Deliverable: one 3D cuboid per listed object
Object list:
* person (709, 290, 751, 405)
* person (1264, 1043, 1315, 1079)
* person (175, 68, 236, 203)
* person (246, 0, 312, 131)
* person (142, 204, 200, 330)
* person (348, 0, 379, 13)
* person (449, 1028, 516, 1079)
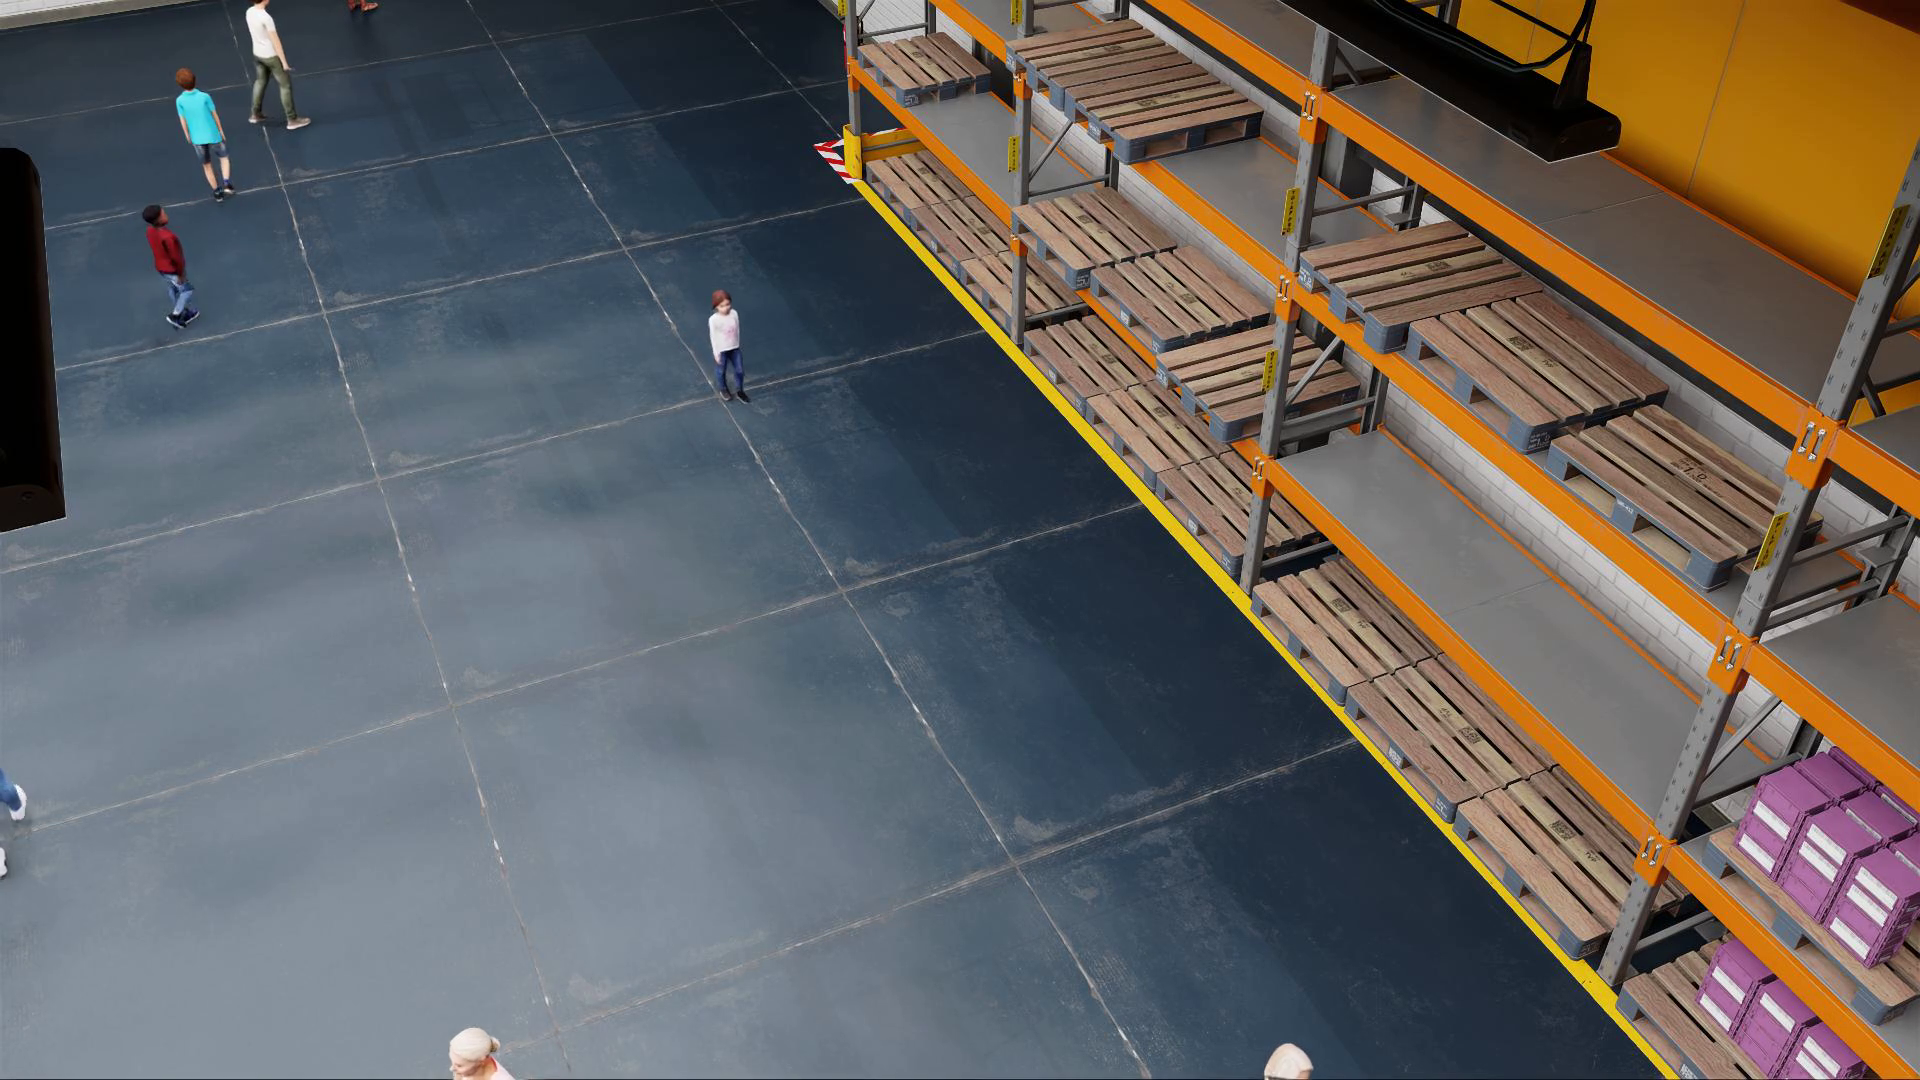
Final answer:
[{"bbox_3d":[-2.086,-1.733,14.649,0.461,1.100,0.566,-19,42,-22],"label":"person"},{"bbox_3d":[1.508,3.028,8.171,0.678,1.746,0.672,22,44,25],"label":"person"},{"bbox_3d":[-7.955,-4.245,17.523,0.560,1.440,0.552,-11,40,-14],"label":"person"},{"bbox_3d":[-7.850,-5.490,18.919,0.913,1.642,1.017,22,44,25],"label":"person"},{"bbox_3d":[-7.422,-2.526,15.525,0.667,1.246,0.717,20,43,23],"label":"person"},{"bbox_3d":[-8.034,-7.775,21.719,0.652,1.718,0.734,18,42,21],"label":"person"},{"bbox_3d":[-2.240,2.916,8.364,0.861,1.679,1.130,-32,48,-33],"label":"person"}]
